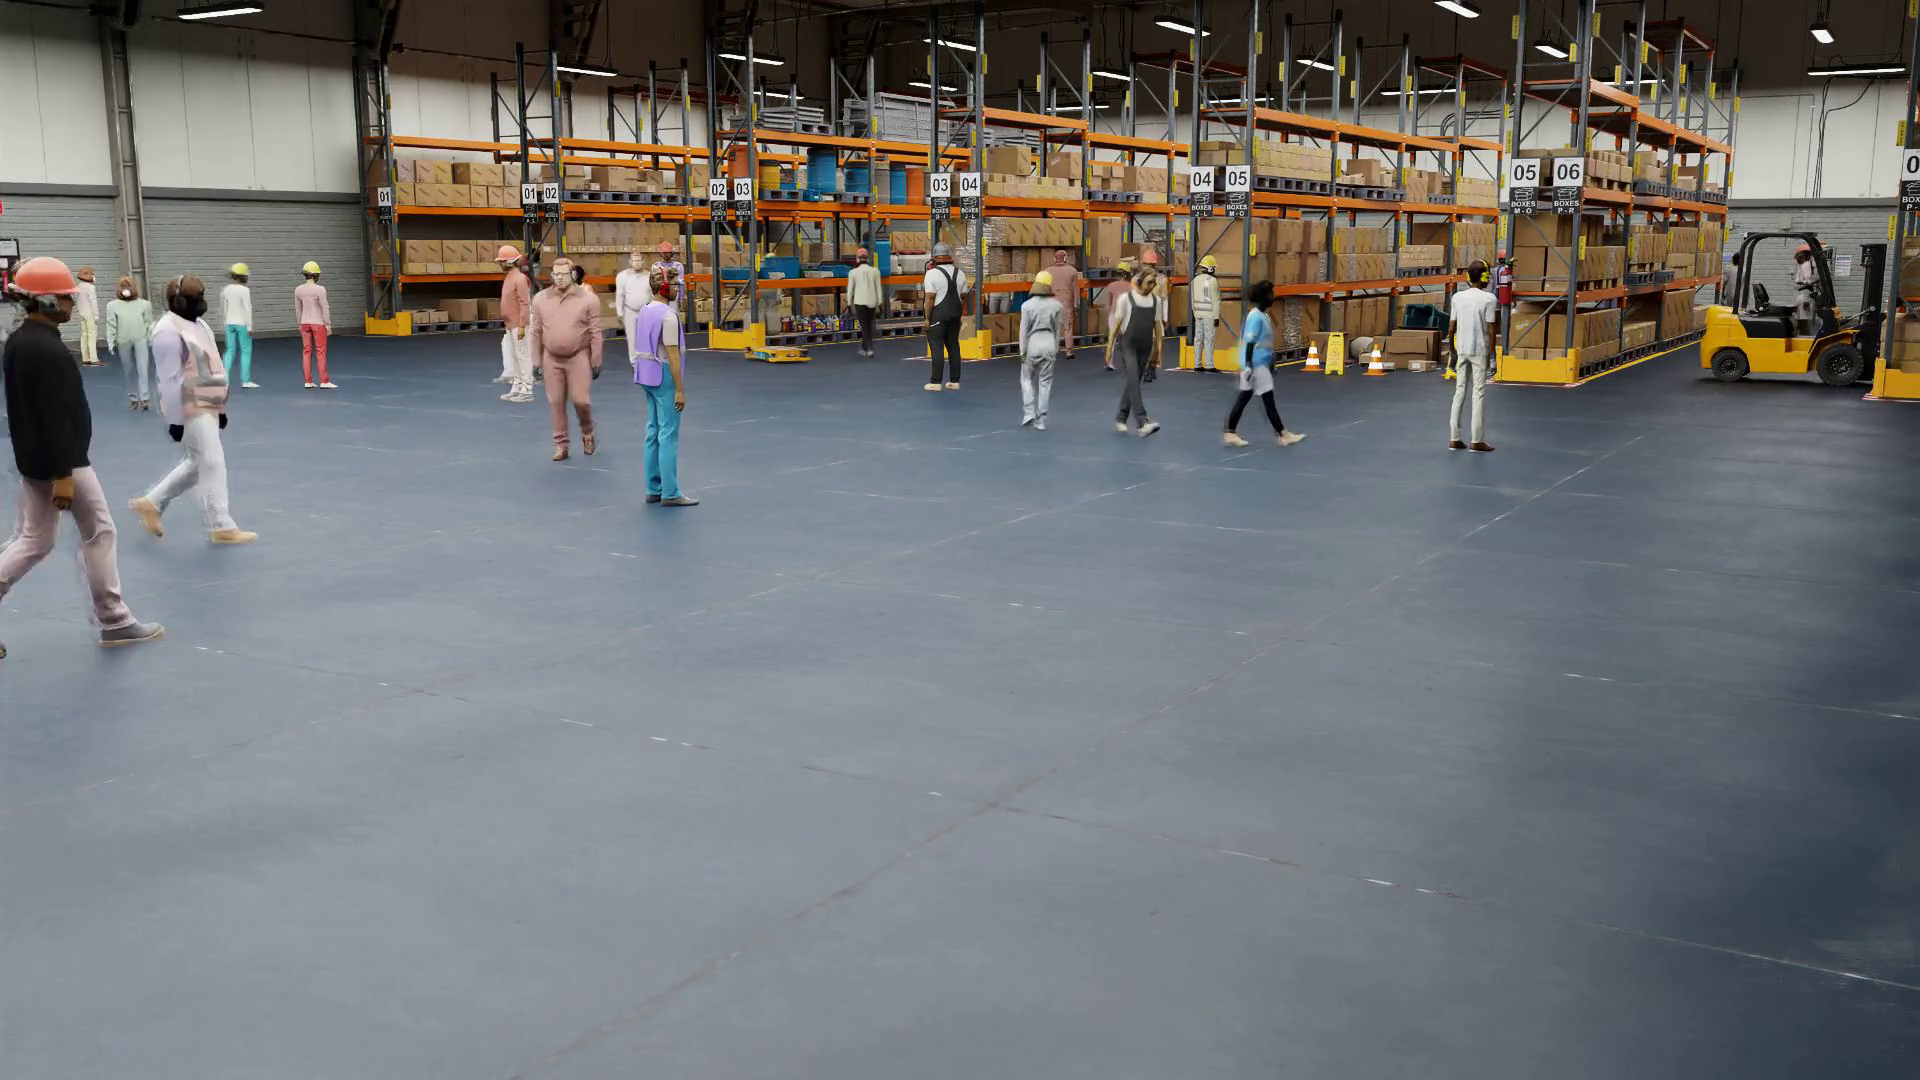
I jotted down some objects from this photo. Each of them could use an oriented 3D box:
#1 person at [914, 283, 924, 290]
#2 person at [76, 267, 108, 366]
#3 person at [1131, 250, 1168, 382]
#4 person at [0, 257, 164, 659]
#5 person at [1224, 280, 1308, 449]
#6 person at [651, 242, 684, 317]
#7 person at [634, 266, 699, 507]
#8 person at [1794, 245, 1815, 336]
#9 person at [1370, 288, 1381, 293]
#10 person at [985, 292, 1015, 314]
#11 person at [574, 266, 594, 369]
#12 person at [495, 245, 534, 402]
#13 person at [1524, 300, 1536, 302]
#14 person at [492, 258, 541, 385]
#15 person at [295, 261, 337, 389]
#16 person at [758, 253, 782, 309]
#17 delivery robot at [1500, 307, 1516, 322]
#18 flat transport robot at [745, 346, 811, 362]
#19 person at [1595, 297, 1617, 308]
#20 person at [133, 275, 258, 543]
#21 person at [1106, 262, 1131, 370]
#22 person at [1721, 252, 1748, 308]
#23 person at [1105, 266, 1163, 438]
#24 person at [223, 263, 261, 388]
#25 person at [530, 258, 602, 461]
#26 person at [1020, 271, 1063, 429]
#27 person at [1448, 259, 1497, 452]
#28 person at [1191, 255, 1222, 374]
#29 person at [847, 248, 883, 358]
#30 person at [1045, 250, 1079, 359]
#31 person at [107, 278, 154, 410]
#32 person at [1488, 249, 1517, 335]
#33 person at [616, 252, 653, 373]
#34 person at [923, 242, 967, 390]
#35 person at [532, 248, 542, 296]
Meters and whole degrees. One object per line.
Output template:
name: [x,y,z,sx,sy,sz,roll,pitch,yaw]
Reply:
person: [-1.267,-8.444,54.125,0.497,1.633,0.279,-4,11,-21]
person: [-14.391,-3.688,27.489,0.501,1.632,0.287,7,12,34]
person: [2.768,-3.264,24.293,0.576,1.923,0.400,0,10,0]
person: [-4.492,-0.392,8.118,0.623,1.963,0.920,9,14,41]
person: [3.008,-1.717,16.368,0.856,1.645,0.555,3,11,17]
person: [-5.351,-4.426,30.474,0.608,2.044,0.377,0,10,-3]
person: [-2.296,-1.176,12.823,0.385,1.845,0.569,-7,12,-35]
person: [14.996,-4.233,29.585,0.393,1.993,0.765,5,11,24]
person: [10.760,-6.546,43.531,0.740,1.605,0.551,4,11,23]
person: [0.795,-4.815,32.985,0.626,1.931,0.376,0,10,1]
person: [-6.110,-3.530,26.527,0.546,1.654,0.869,5,11,25]
person: [-5.701,-2.759,21.280,0.392,1.991,0.612,-6,12,-32]
person: [14.026,-6.188,40.821,0.701,1.883,0.655,2,10,9]
person: [-6.367,-3.118,23.647,0.809,1.855,0.601,-5,11,-25]
person: [-8.999,-2.988,23.191,0.523,1.769,0.315,3,11,17]
person: [-4.089,-5.263,35.785,0.626,1.819,0.418,6,12,30]
delivery robot: [13.127,-5.510,40.452,0.707,0.478,0.477,1,10,5]
flat transport robot: [-3.142,-3.211,28.630,0.652,0.197,1.431,-5,11,-28]
person: [13.776,-5.202,35.205,0.652,1.906,0.402,4,11,20]
person: [-5.211,-0.871,11.204,0.765,1.817,0.634,-2,10,-10]
person: [2.568,-3.577,26.627,0.539,1.723,0.911,5,11,27]
person: [16.279,-5.115,34.925,0.518,1.841,0.842,5,11,25]
person: [1.862,-1.975,17.480,0.574,1.775,0.964,-5,11,-25]
person: [-10.141,-2.979,23.256,0.592,1.747,0.520,5,11,26]
person: [-3.674,-1.678,15.526,0.650,1.892,0.443,0,10,2]
person: [0.877,-2.069,18.180,0.493,1.720,0.396,-2,10,-13]
person: [5.000,-1.790,16.209,0.311,1.864,0.533,-9,13,-40]
person: [3.846,-3.499,25.869,0.404,1.833,0.587,-6,12,-30]
person: [-1.691,-4.223,29.666,0.622,1.934,1.061,-4,11,-20]
person: [1.768,-4.116,29.142,0.639,1.902,0.406,1,10,6]
person: [-10.042,-2.360,20.148,0.516,1.599,0.777,-4,11,-21]
person: [10.683,-4.775,32.795,0.560,1.916,0.725,5,11,26]
person: [-4.973,-3.482,25.671,0.651,1.875,0.868,-3,11,-16]
person: [-0.269,-3.092,23.007,0.689,2.000,0.537,-8,13,-39]
person: [-9.797,-5.731,38.134,0.992,1.923,0.622,-9,14,-41]
